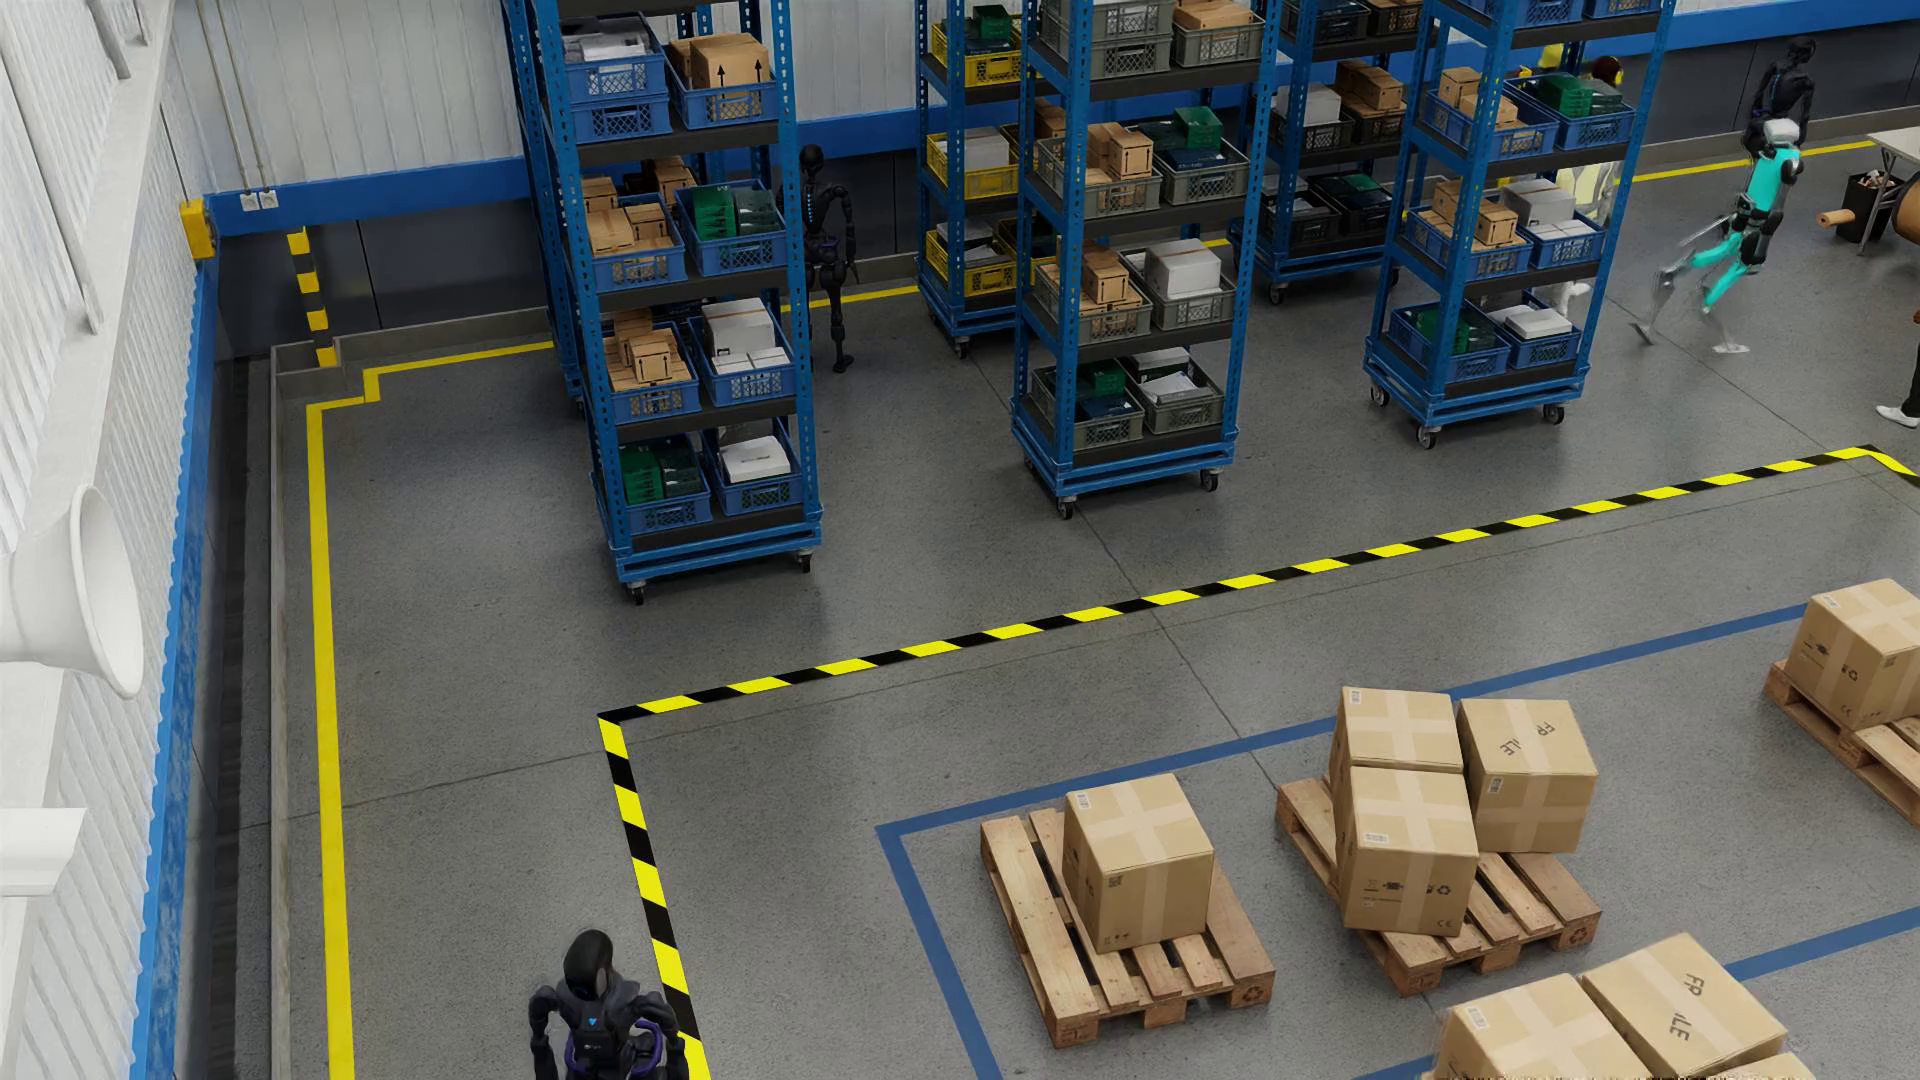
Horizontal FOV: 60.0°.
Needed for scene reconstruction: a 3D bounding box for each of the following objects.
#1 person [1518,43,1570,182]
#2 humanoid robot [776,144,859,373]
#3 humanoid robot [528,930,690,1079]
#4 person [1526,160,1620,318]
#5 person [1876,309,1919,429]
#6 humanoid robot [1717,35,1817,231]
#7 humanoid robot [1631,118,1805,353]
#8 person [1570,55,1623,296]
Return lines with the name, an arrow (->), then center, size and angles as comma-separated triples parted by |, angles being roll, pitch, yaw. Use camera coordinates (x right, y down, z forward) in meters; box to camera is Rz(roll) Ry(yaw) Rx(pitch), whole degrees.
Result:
person -> 4.651, -3.159, 13.287 | 0.808, 1.706, 0.535 | 13, 37, 18
humanoid robot -> -1.007, -1.957, 11.594 | 0.599, 1.657, 0.315 | 3, 35, 5
humanoid robot -> -1.254, 1.957, 6.070 | 0.604, 1.640, 0.402 | 1, 35, 1
person -> 4.281, -2.227, 11.849 | 0.624, 1.844, 0.429 | 5, 36, 7
person -> 6.551, -1.607, 10.959 | 0.597, 1.851, 0.381 | -13, 37, -18
humanoid robot -> 6.531, -3.284, 13.504 | 0.666, 1.638, 0.609 | -13, 37, -18
humanoid robot -> 5.293, -2.117, 11.800 | 0.965, 1.765, 0.547 | 0, 35, 0
person -> 4.760, -2.716, 12.551 | 0.392, 1.828, 0.601 | -13, 37, -18
